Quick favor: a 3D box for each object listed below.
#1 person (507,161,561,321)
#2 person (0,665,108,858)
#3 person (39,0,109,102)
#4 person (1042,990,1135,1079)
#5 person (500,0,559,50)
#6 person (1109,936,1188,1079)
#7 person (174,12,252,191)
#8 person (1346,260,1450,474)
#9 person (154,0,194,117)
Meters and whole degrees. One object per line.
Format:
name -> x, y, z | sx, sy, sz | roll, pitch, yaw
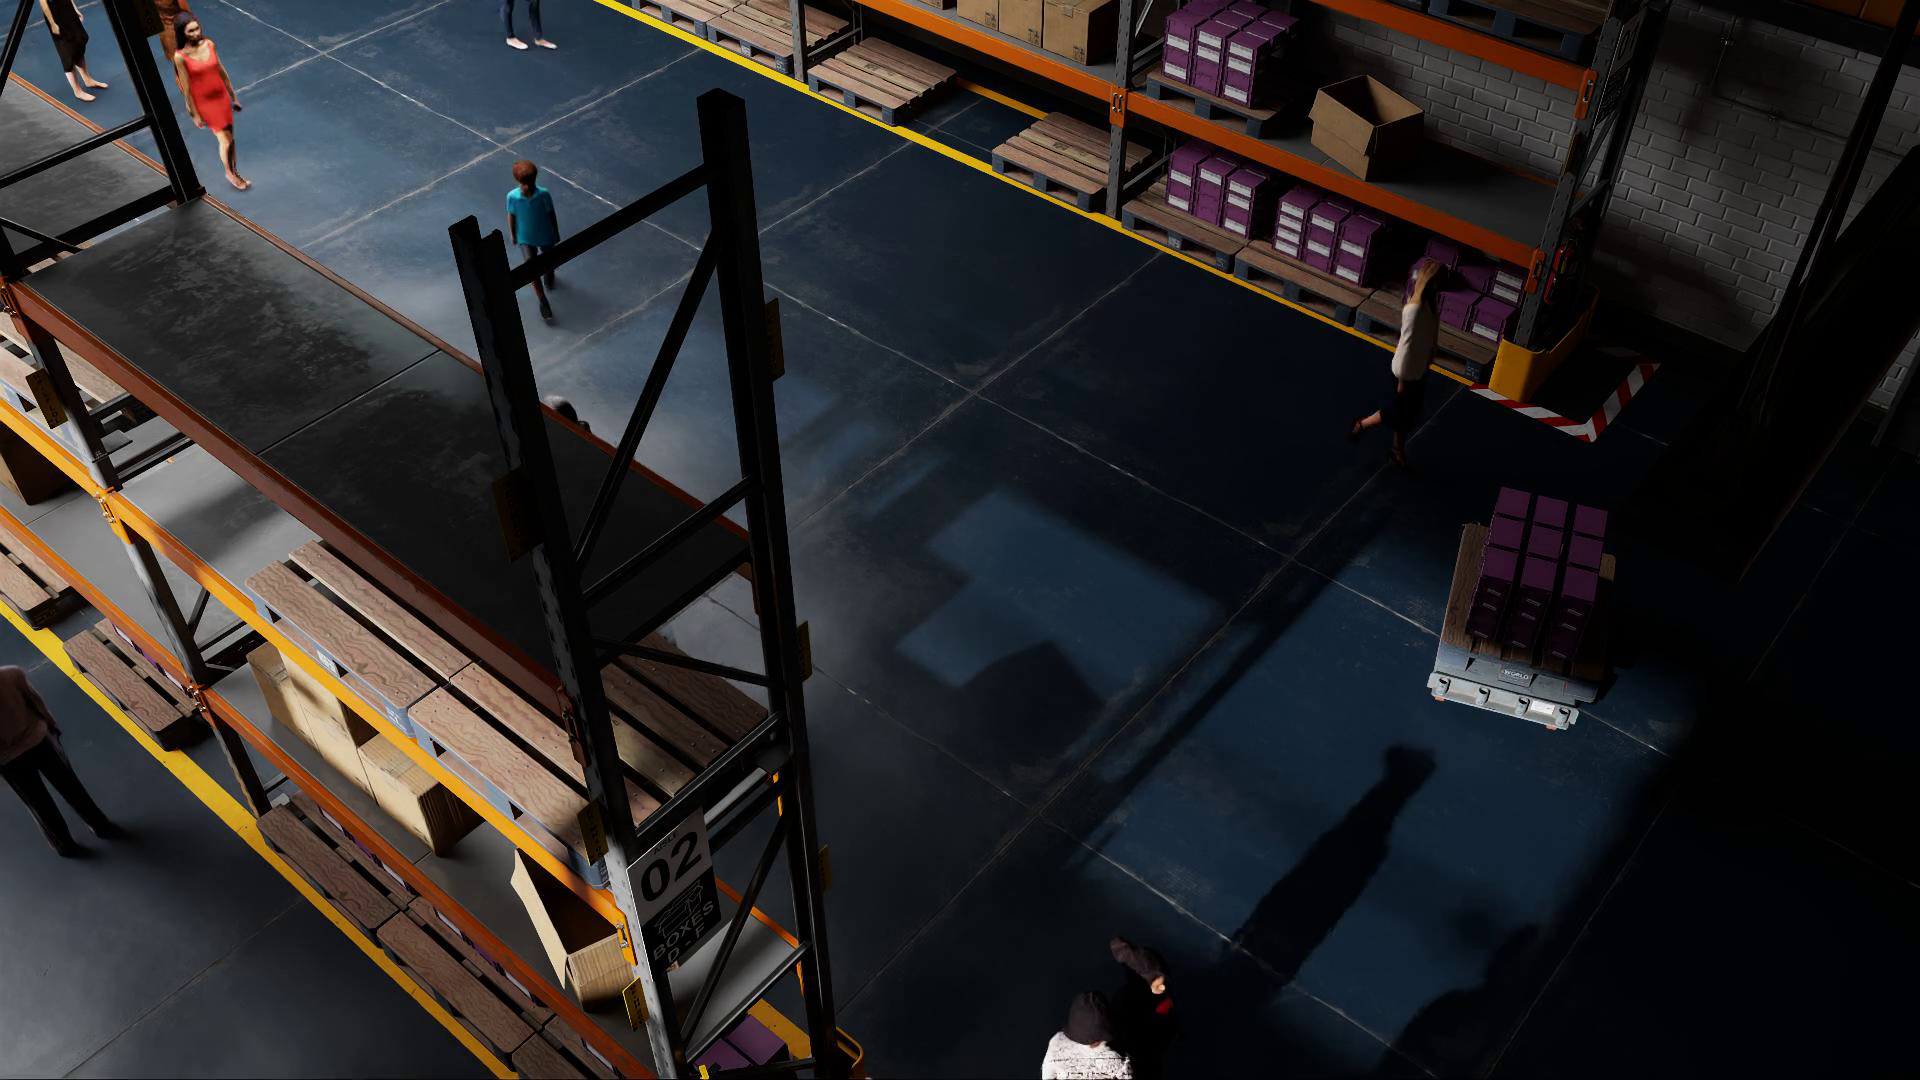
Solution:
person -> -3.585, -2.616, 13.986 | 0.859, 1.414, 1.031 | -12, 45, -13
person -> -5.471, 1.214, 9.705 | 0.516, 1.773, 0.589 | 31, 52, 29
person -> -8.953, -5.206, 16.551 | 0.698, 1.626, 0.667 | 8, 44, 8
person -> 0.576, 2.824, 8.065 | 1.121, 1.703, 0.964 | 11, 45, 12
person -> -4.725, -5.894, 17.212 | 0.868, 1.710, 0.700 | 21, 48, 21
person -> 0.850, 2.530, 8.444 | 0.940, 1.608, 0.656 | 22, 48, 21
person -> -6.914, -4.026, 15.249 | 0.639, 1.713, 0.663 | 20, 47, 20
person -> 3.245, -1.265, 12.255 | 0.866, 1.845, 0.697 | 24, 49, 23
person -> -7.622, -4.926, 16.213 | 0.585, 1.686, 0.694 | 10, 44, 10
